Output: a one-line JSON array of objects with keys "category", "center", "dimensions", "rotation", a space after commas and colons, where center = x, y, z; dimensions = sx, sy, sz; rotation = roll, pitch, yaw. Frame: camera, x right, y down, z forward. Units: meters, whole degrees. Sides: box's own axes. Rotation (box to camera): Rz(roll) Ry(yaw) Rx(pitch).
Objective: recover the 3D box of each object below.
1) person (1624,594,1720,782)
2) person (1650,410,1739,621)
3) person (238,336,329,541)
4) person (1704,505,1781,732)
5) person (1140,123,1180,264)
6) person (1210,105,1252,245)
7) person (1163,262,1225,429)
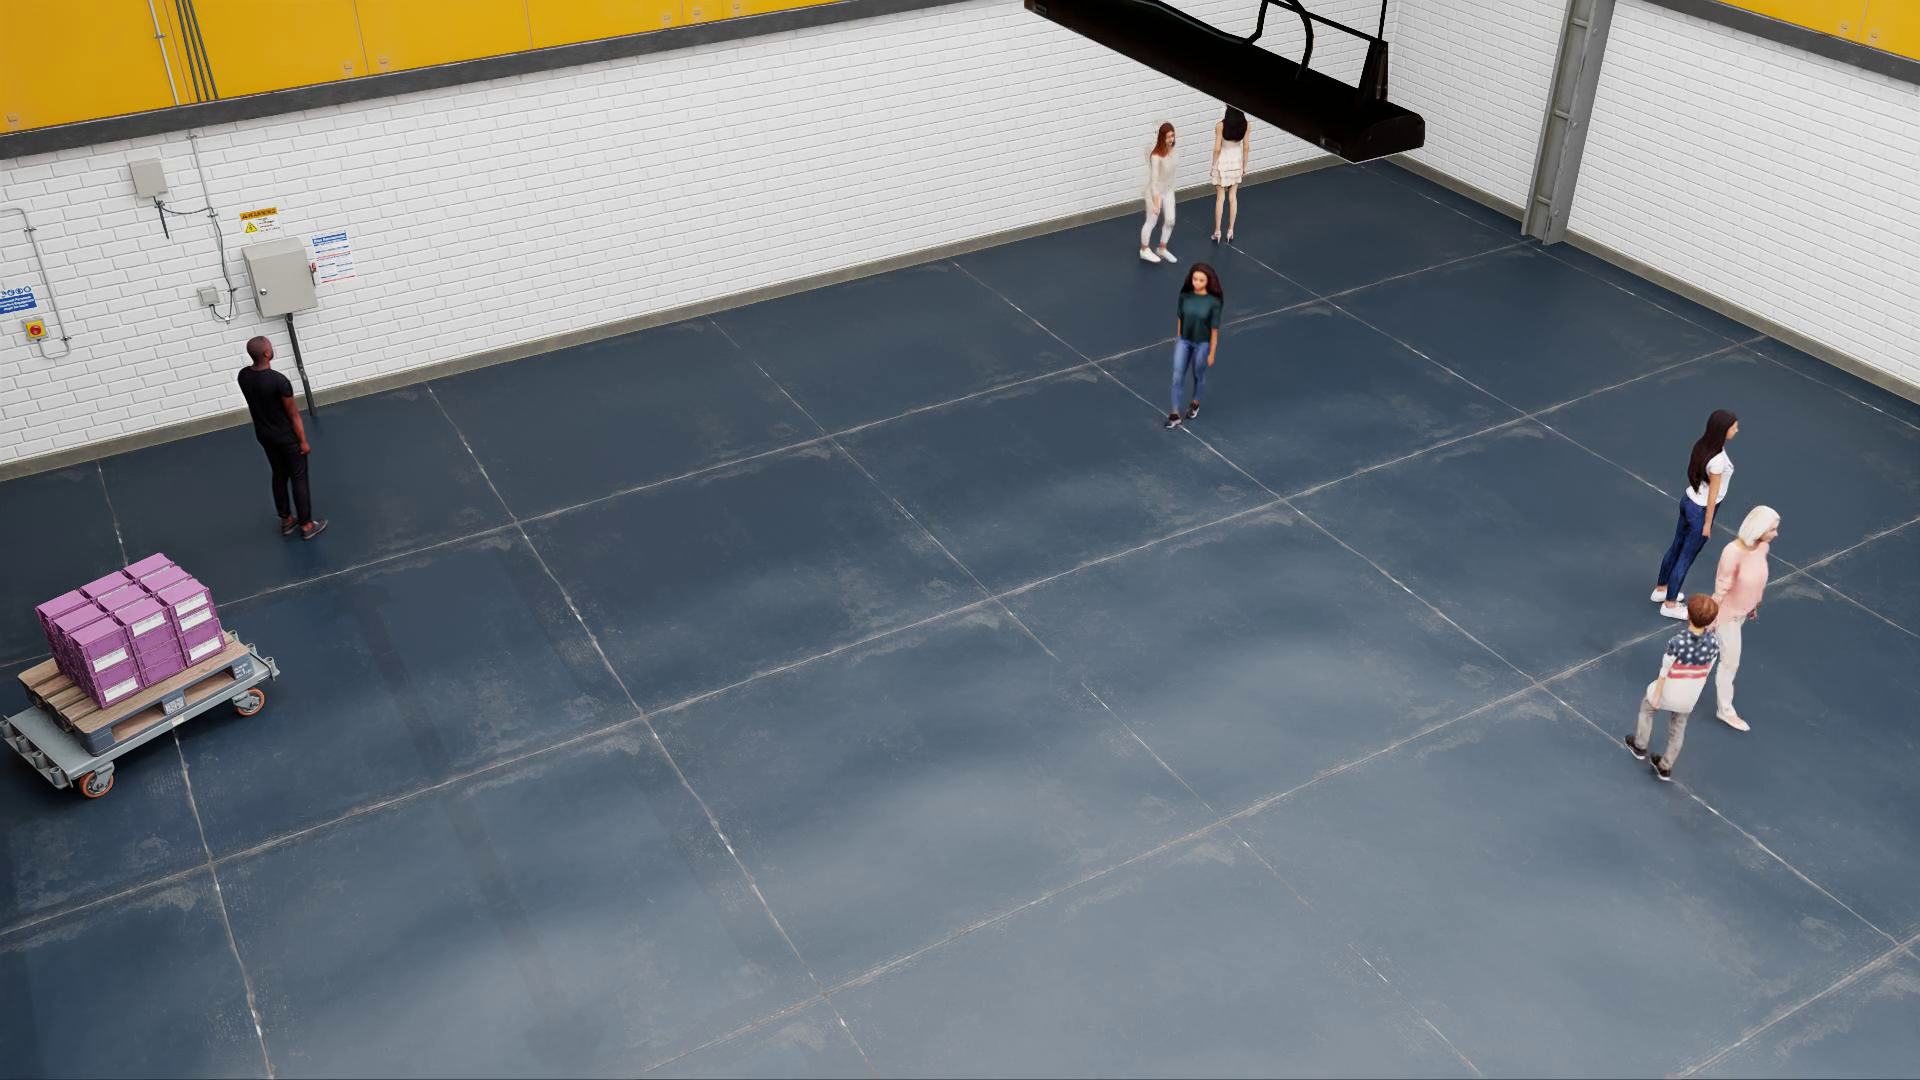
[{"category": "person", "center": [4.887, 1.035, 11.250], "dimensions": [0.688, 1.428, 0.773], "rotation": [-2, 34, -3]}, {"category": "person", "center": [5.670, -0.212, 12.814], "dimensions": [0.730, 1.774, 0.635], "rotation": [3, 34, 5]}, {"category": "person", "center": [-5.607, -0.840, 13.720], "dimensions": [0.703, 1.816, 0.809], "rotation": [15, 36, 21]}, {"category": "person", "center": [5.444, 0.463, 11.864], "dimensions": [0.680, 1.700, 0.991], "rotation": [-23, 40, -30]}, {"category": "person", "center": [2.162, -3.831, 18.367], "dimensions": [0.747, 1.654, 0.692], "rotation": [21, 39, 29]}, {"category": "person", "center": [3.045, -4.216, 18.872], "dimensions": [0.653, 1.736, 0.644], "rotation": [-4, 34, -6]}, {"category": "person", "center": [2.219, -1.855, 15.446], "dimensions": [0.900, 1.596, 0.906], "rotation": [17, 37, 23]}]
